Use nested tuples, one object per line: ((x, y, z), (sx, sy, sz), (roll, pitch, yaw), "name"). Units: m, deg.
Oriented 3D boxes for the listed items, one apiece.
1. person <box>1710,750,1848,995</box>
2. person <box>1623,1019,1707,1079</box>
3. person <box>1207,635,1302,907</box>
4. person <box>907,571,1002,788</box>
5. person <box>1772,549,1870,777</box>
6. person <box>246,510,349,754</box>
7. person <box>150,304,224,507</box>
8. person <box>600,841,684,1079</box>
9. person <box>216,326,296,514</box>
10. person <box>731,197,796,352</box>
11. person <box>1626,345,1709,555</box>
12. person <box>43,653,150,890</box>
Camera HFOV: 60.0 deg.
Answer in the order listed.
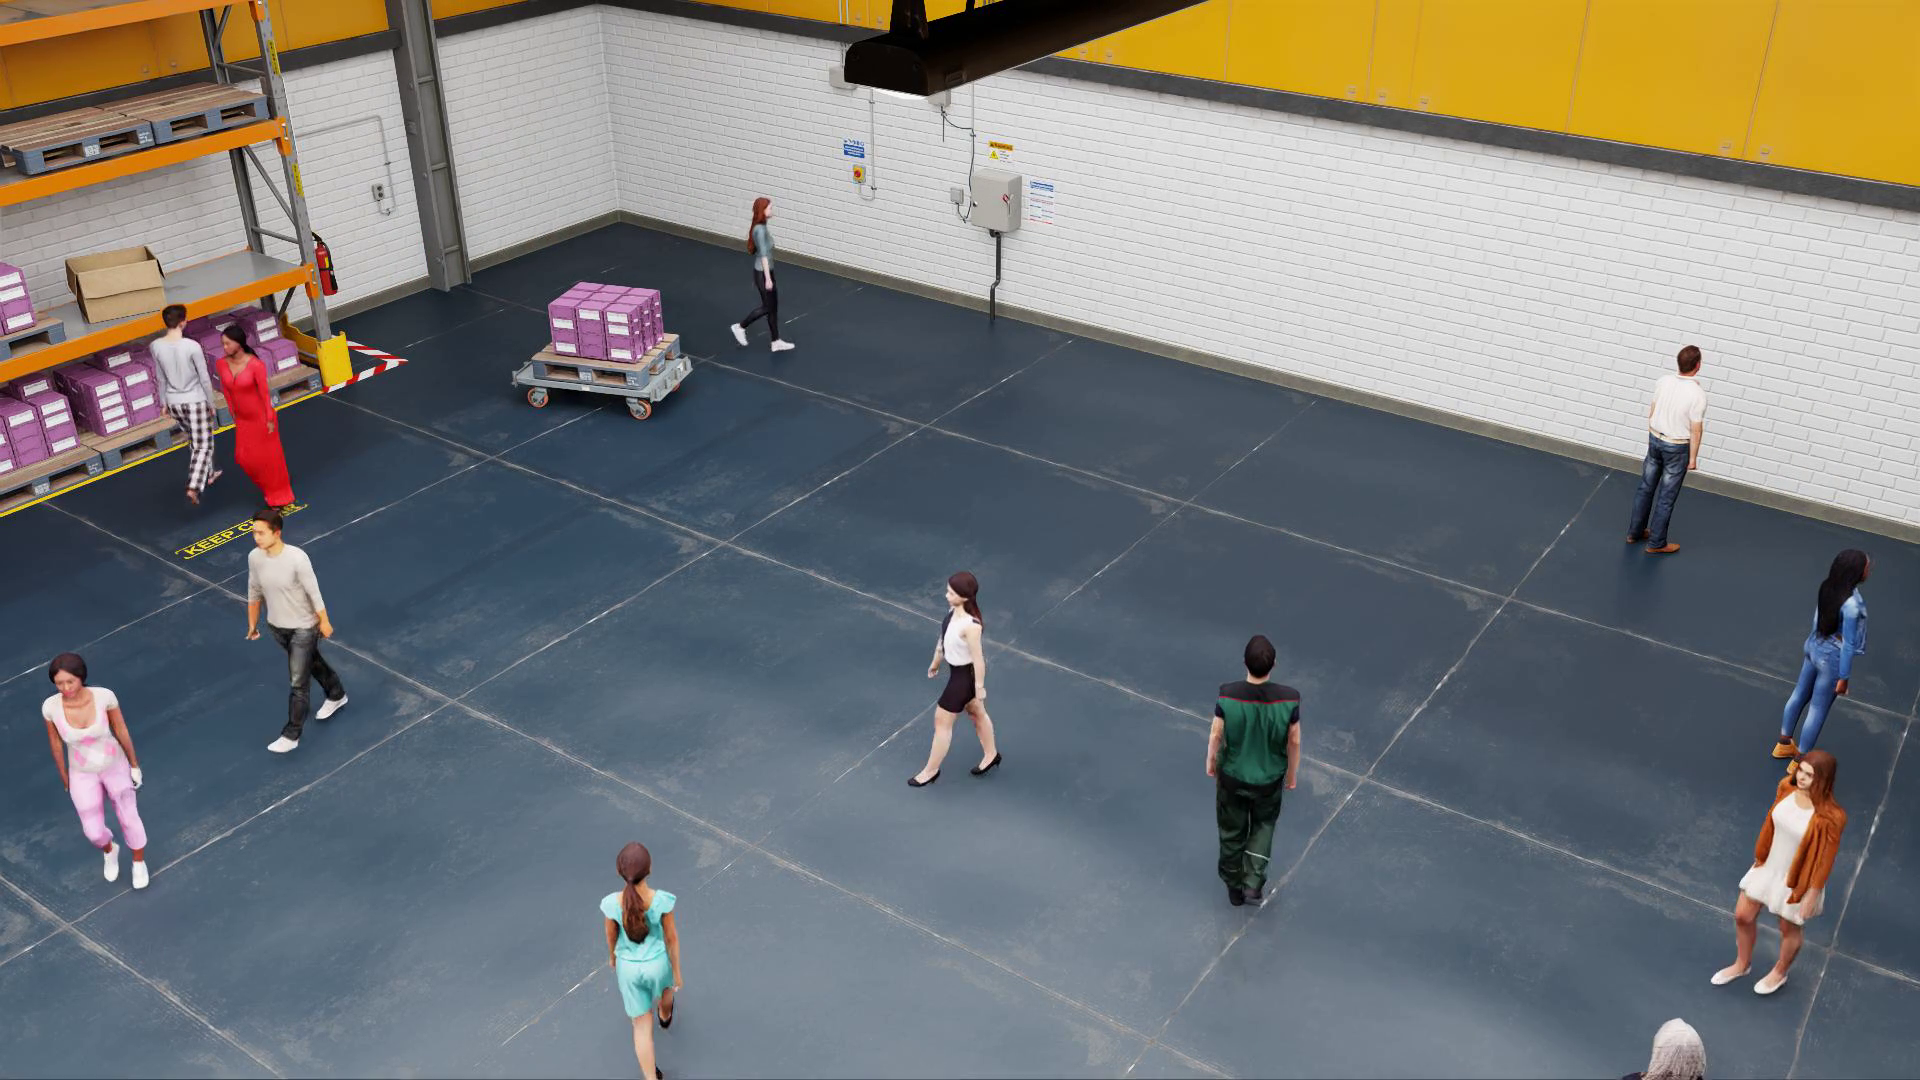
((4.760, 1.862, 9.417), (0.836, 1.704, 0.793), (-14, 31, -23), "person")
((3.101, 2.879, 7.522), (0.863, 1.732, 1.004), (5, 29, 8), "person")
((1.748, 1.450, 9.973), (0.852, 1.894, 0.896), (3, 29, 6), "person")
((0.106, 0.926, 11.219), (0.995, 1.621, 0.895), (-7, 29, -13), "person")
((5.882, 0.824, 11.311), (0.740, 1.712, 0.637), (1, 29, 1), "person")
((-4.636, 0.551, 11.753), (0.842, 1.770, 1.156), (10, 30, 18), "person")
((-6.918, -1.176, 14.877), (1.019, 1.809, 1.193), (0, 29, 0), "person")
((-1.673, 2.310, 8.793), (0.987, 1.515, 1.074), (-4, 29, -6), "person")
((-6.208, -1.092, 14.762), (0.787, 1.772, 0.847), (1, 29, 2), "person")
((-2.177, -2.845, 18.017), (0.966, 1.732, 0.955), (-1, 29, -2), "person")
((6.002, -0.782, 14.105), (0.748, 1.856, 0.752), (-13, 31, -23), "person")
((-5.300, 1.386, 10.261), (0.721, 1.731, 0.791), (-14, 32, -24), "person")
